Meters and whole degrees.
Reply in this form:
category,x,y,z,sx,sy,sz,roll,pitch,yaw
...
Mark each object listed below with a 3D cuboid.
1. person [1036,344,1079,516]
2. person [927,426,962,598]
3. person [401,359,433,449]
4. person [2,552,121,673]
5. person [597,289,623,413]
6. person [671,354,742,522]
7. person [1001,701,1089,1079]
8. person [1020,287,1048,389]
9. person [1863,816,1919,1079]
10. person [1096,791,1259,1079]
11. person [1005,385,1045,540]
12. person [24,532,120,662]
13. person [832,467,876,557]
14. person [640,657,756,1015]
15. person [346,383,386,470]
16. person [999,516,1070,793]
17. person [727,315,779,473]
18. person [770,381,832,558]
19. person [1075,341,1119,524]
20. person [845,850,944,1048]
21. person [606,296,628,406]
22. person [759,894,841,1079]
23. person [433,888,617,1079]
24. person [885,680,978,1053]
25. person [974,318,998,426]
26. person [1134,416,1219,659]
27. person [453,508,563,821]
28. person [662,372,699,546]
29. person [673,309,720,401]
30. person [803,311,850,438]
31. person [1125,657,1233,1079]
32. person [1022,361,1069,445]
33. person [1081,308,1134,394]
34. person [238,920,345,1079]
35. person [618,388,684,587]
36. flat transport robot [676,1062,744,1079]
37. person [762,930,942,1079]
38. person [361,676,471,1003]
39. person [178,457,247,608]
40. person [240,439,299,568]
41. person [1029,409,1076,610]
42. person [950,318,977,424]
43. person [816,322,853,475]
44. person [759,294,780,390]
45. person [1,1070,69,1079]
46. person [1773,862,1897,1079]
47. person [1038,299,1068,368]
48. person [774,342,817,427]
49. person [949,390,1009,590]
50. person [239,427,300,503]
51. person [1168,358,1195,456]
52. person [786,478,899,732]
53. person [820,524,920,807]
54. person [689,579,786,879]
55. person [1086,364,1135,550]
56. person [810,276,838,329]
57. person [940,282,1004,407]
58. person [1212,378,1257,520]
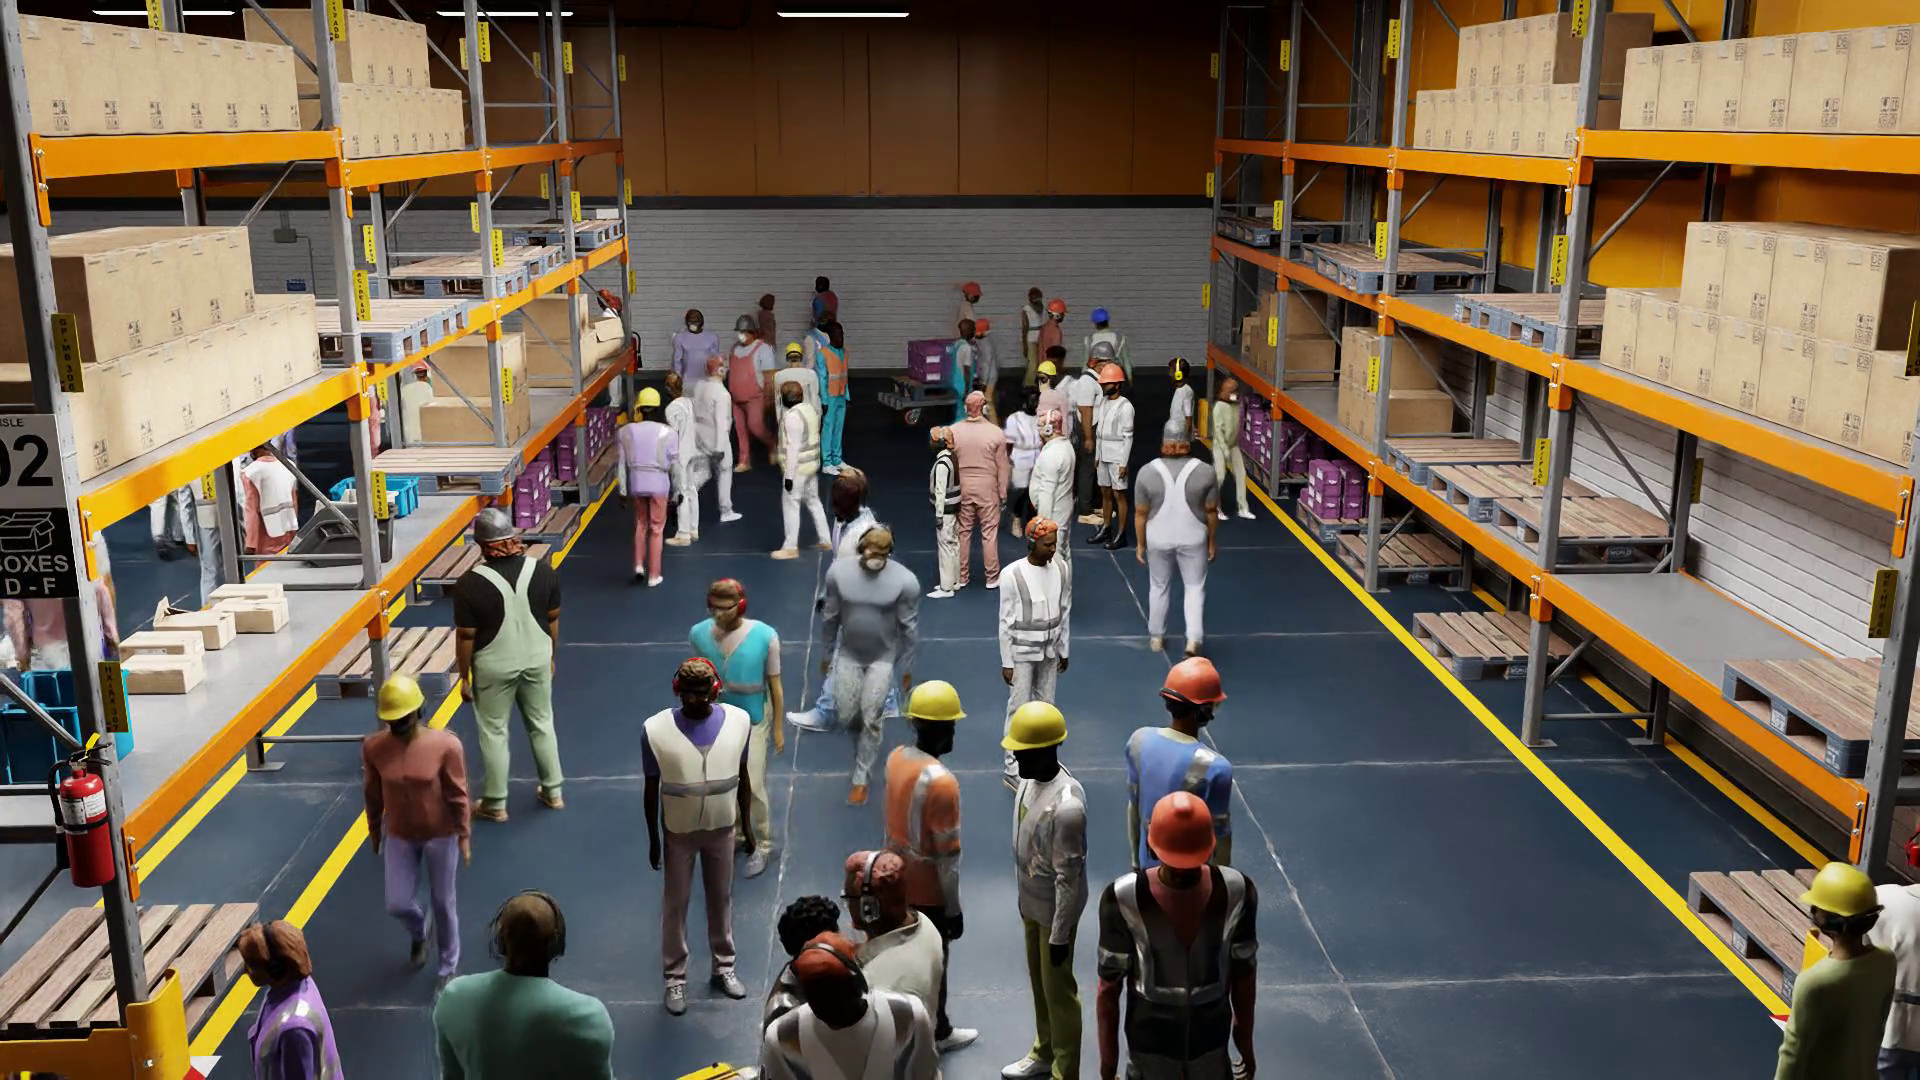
category,x,y,z,sx,sy,sz,roll,pitch,yaw
person,1.135,-1.281,18.997,0.954,1.936,0.602,-12,18,-38
person,-0.136,-0.266,15.584,0.313,1.634,0.514,3,15,11
person,-6.161,-1.217,19.113,0.627,1.733,0.441,5,15,18
person,-6.091,0.689,11.331,0.838,1.884,0.642,9,17,31
person,-5.336,-2.875,25.315,0.360,1.885,0.575,0,14,1
person,-2.799,-1.096,18.330,0.730,1.887,0.660,-14,20,-43
person,0.377,1.640,7.528,0.398,1.920,0.586,-4,15,-15
person,1.137,-3.148,26.552,0.631,1.802,0.639,13,20,42
person,3.713,1.954,6.462,0.563,1.838,0.387,7,16,27
person,0.828,1.894,6.316,0.612,2.031,0.407,-1,14,-6
person,0.741,-0.806,17.569,0.551,1.684,0.366,-6,15,-22
person,-6.258,0.539,11.604,0.696,2.000,0.864,3,15,11
person,-0.825,0.346,12.749,0.341,1.846,0.510,-9,17,-32
person,-1.313,1.458,8.398,0.564,1.840,0.396,-7,16,-24
person,-7.567,-1.869,21.173,0.616,1.986,0.407,3,15,13
person,0.504,0.755,11.082,0.585,1.878,0.362,-11,18,-37
person,-2.657,-1.859,21.016,0.693,2.000,0.634,10,17,34
person,-1.620,-0.708,17.025,0.484,1.826,0.741,5,15,18
person,1.560,-1.201,18.435,0.535,2.000,0.681,7,16,25
person,-0.281,2.026,6.062,0.403,1.897,0.654,3,15,13
person,-5.376,-2.980,26.081,0.608,1.727,0.598,7,16,27
person,-0.578,2.102,6.166,0.321,1.694,0.534,3,15,10
person,-1.454,2.112,5.671,0.670,1.914,0.466,4,15,14
person,-0.265,1.599,7.744,0.751,1.896,0.616,-6,16,-24
person,0.344,-2.255,23.223,0.476,1.709,0.586,-2,14,-8
person,1.804,-0.036,13.858,0.693,2.000,0.576,3,15,11
person,-2.915,0.768,10.704,0.692,2.000,0.535,-10,17,-35
person,-2.949,-0.849,17.450,0.351,1.842,0.507,4,15,17
person,-3.513,-2.126,22.278,0.629,1.934,0.376,-3,15,-11
person,-1.869,-2.251,23.002,0.479,1.825,0.660,11,18,37
person,1.041,1.526,7.747,0.404,2.034,0.609,-11,18,-38
person,0.964,-1.132,18.716,0.534,1.765,0.317,3,15,10
person,1.988,-2.165,22.459,0.713,1.916,0.602,1,14,4
person,-2.414,2.147,6.110,0.315,1.632,0.523,-7,16,-24
person,-2.961,-0.504,15.961,0.593,1.905,0.499,2,15,10
flat transport robot,-0.933,2.607,7.013,0.652,0.197,1.431,-11,18,-37
person,-0.363,2.119,5.777,0.639,1.853,0.631,-3,15,-10
person,-2.741,1.493,8.438,0.544,1.749,0.439,-1,14,-3
person,-6.441,-0.098,14.377,0.396,1.908,0.600,9,17,32
person,-5.855,-0.051,14.191,0.401,1.908,0.597,4,15,15
person,0.814,-0.232,14.924,0.397,1.898,0.643,4,15,14
person,0.068,-2.025,22.084,0.399,1.833,0.503,-6,15,-22
person,-1.592,-1.802,21.036,0.392,1.920,0.587,8,16,29
person,-3.159,-3.225,27.268,0.553,1.604,0.560,-9,17,-31
person,-2.636,2.358,4.847,0.534,1.845,0.384,13,19,41
person,3.238,2.047,6.243,0.525,1.762,0.339,-7,16,-26
person,1.285,-2.337,23.014,0.423,1.983,0.616,-3,15,-13
person,-2.003,-1.535,20.334,0.516,1.752,0.374,0,14,-2
person,0.167,-0.471,15.827,0.638,1.913,0.409,4,15,16
person,-6.643,-0.534,16.019,0.543,1.939,0.360,-2,14,-7
person,2.412,-1.073,18.287,0.329,1.865,0.518,0,14,-1
person,-0.851,0.471,12.215,0.907,1.867,0.604,-3,15,-12
person,-0.591,0.780,10.930,0.681,1.898,0.540,2,15,10
person,-1.320,1.096,9.884,0.594,1.815,0.543,6,15,21
person,1.573,-0.867,17.330,0.362,1.938,0.545,-9,17,-30
person,-2.276,-3.475,27.756,0.430,1.845,0.619,6,16,23
person,0.168,-3.006,25.739,1.064,1.936,0.630,-1,14,-5
person,3.032,-0.987,18.474,0.511,1.608,0.606,-12,18,-39
